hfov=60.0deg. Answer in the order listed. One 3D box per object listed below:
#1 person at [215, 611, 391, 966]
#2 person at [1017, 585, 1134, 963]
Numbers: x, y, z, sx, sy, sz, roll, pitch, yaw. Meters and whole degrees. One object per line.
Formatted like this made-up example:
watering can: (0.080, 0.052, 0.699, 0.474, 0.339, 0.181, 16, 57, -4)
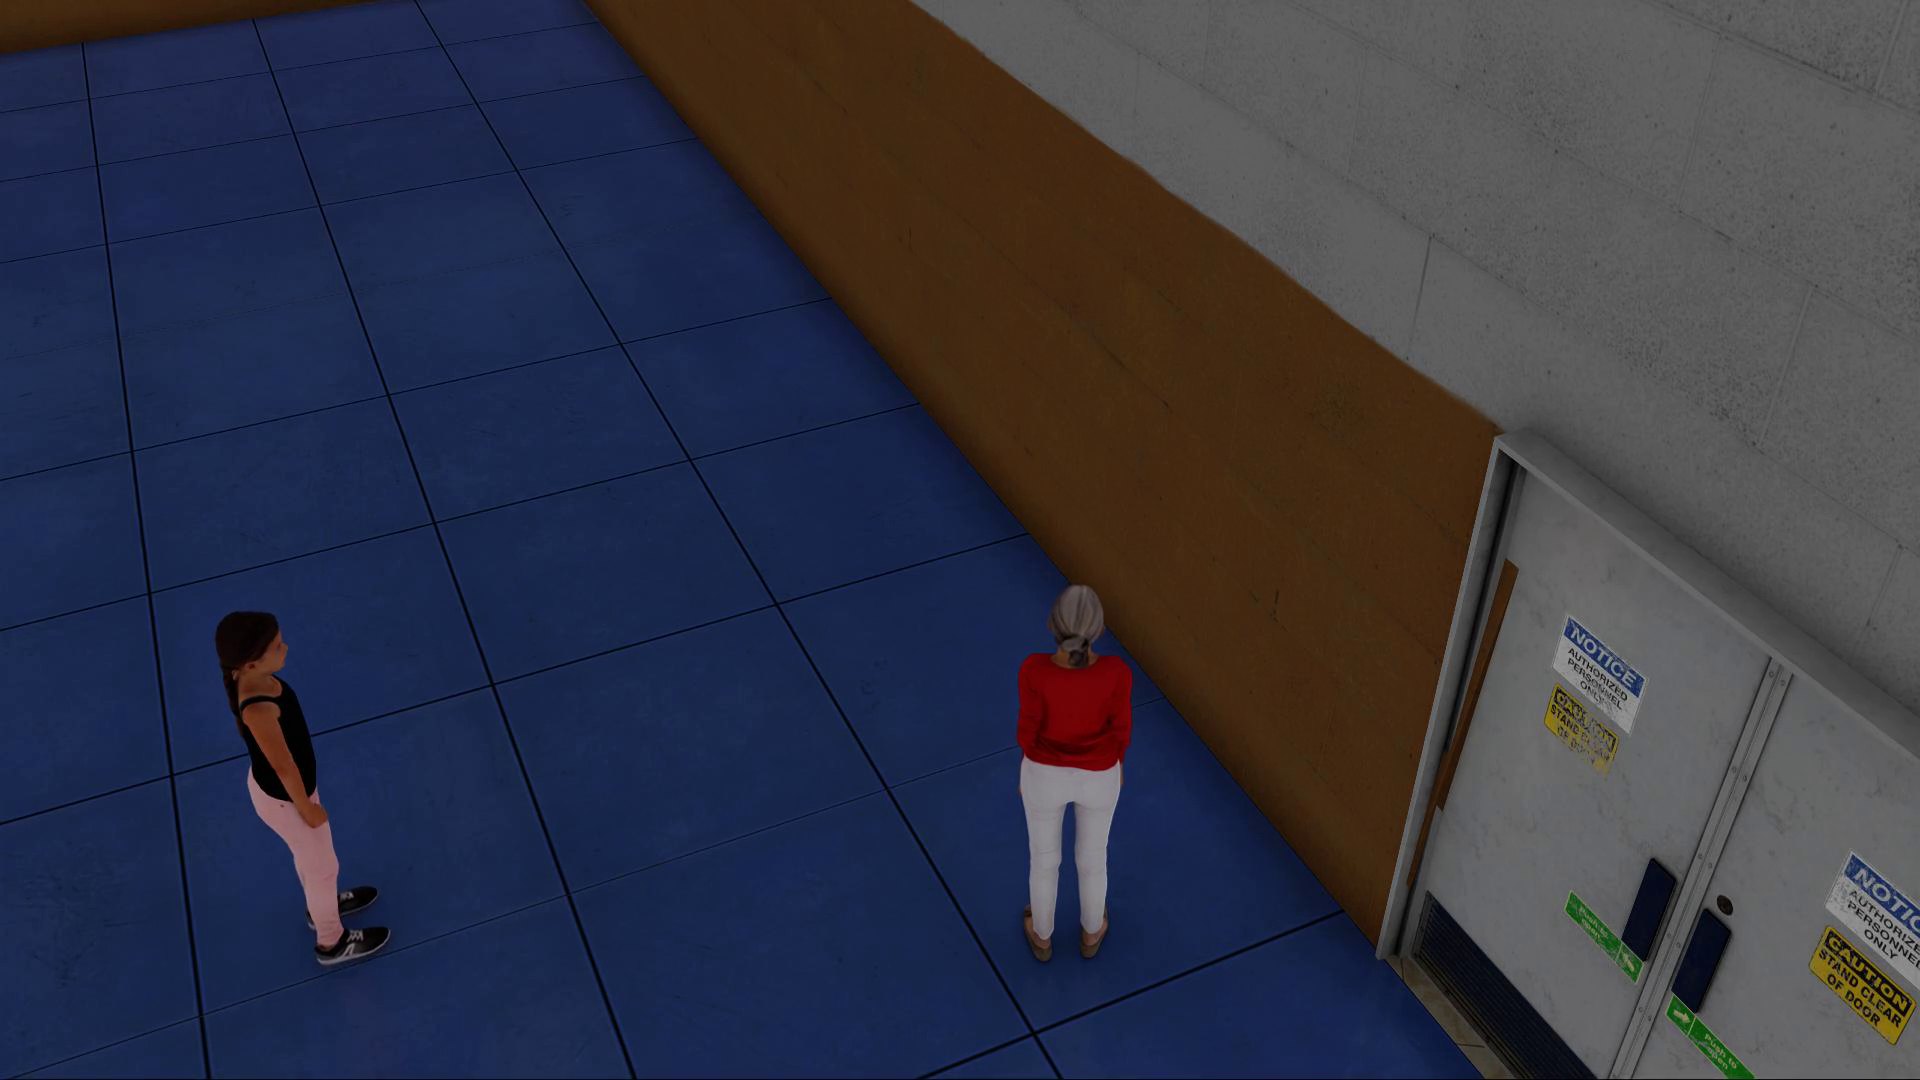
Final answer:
person: (-2.329, 0.866, 5.766, 0.538, 1.562, 0.535, -19, 41, -24)
person: (0.381, 0.822, 5.715, 0.602, 1.694, 0.691, 0, 37, 0)
